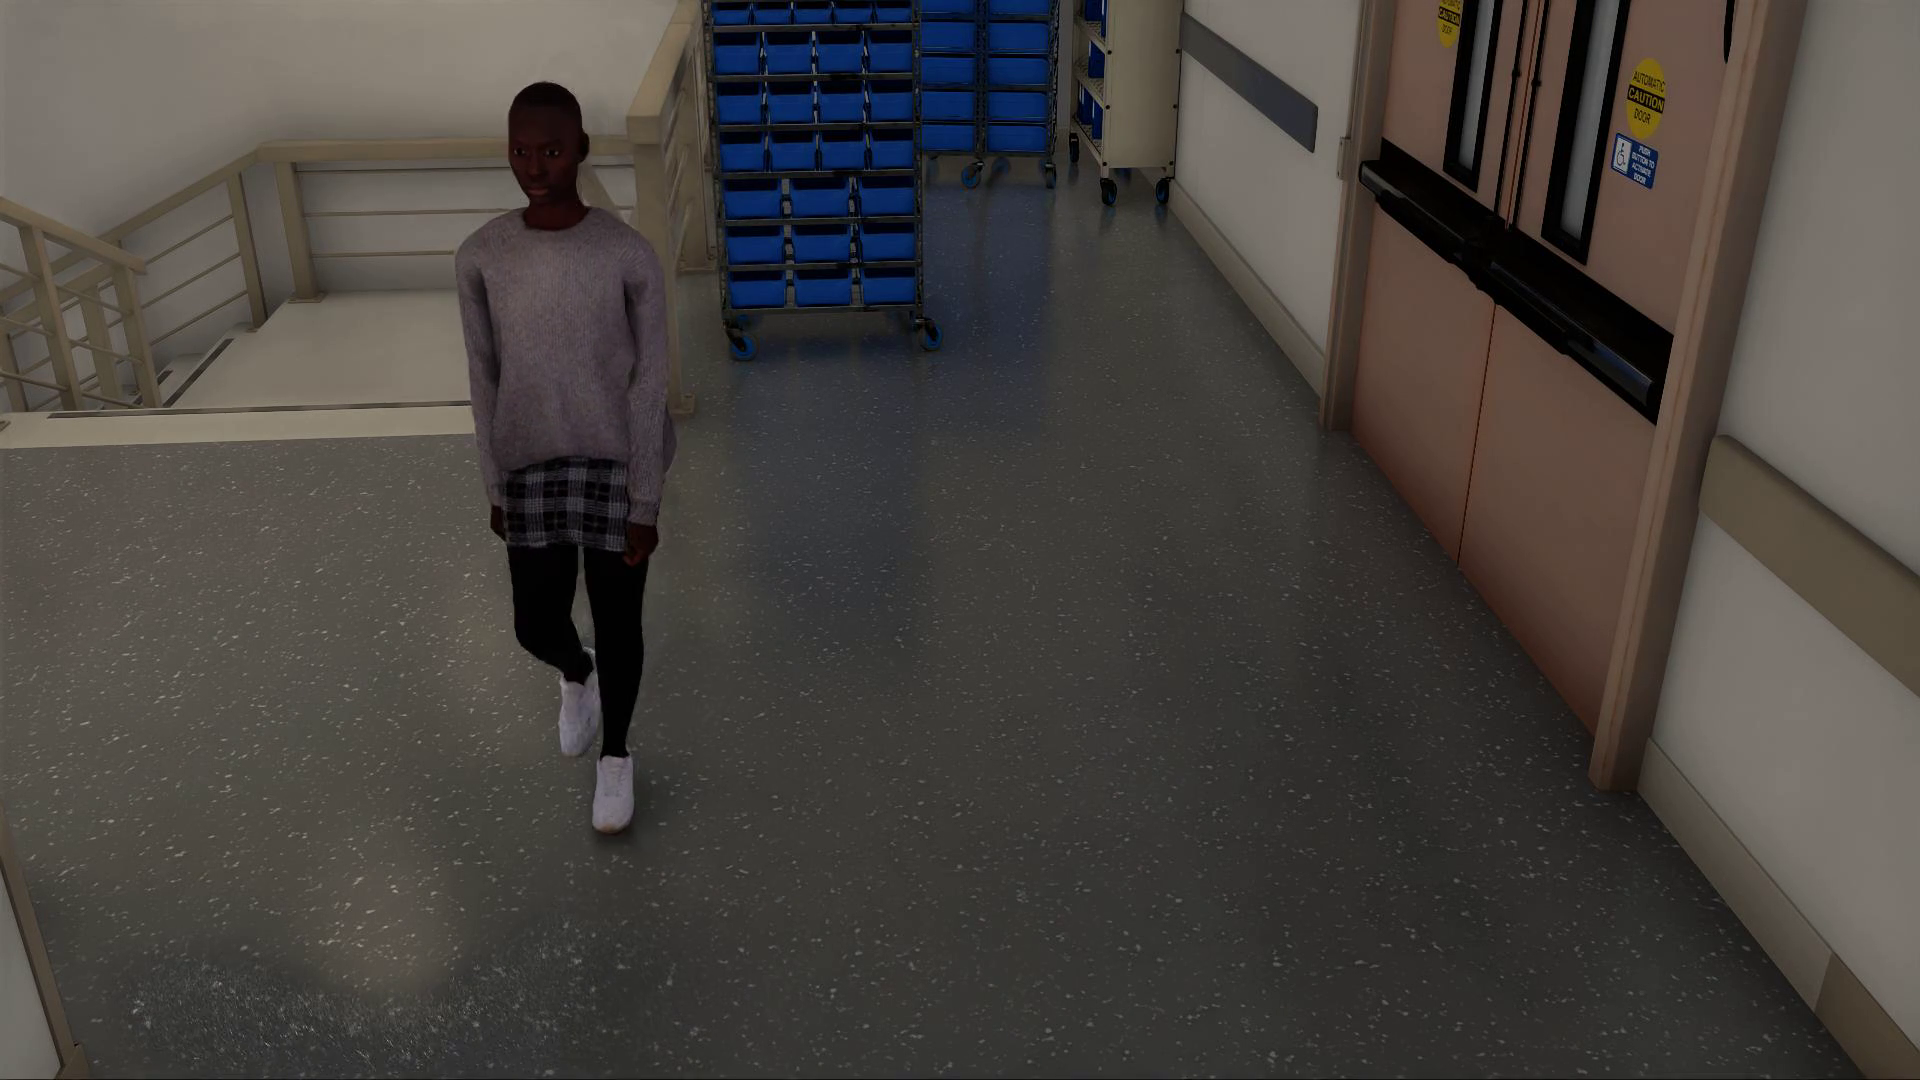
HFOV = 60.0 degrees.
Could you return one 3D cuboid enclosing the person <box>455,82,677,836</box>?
[{"bbox_3d":[-0.860,-0.181,3.874,0.609,1.762,0.714,0,26,-1],"label":"person"}]
